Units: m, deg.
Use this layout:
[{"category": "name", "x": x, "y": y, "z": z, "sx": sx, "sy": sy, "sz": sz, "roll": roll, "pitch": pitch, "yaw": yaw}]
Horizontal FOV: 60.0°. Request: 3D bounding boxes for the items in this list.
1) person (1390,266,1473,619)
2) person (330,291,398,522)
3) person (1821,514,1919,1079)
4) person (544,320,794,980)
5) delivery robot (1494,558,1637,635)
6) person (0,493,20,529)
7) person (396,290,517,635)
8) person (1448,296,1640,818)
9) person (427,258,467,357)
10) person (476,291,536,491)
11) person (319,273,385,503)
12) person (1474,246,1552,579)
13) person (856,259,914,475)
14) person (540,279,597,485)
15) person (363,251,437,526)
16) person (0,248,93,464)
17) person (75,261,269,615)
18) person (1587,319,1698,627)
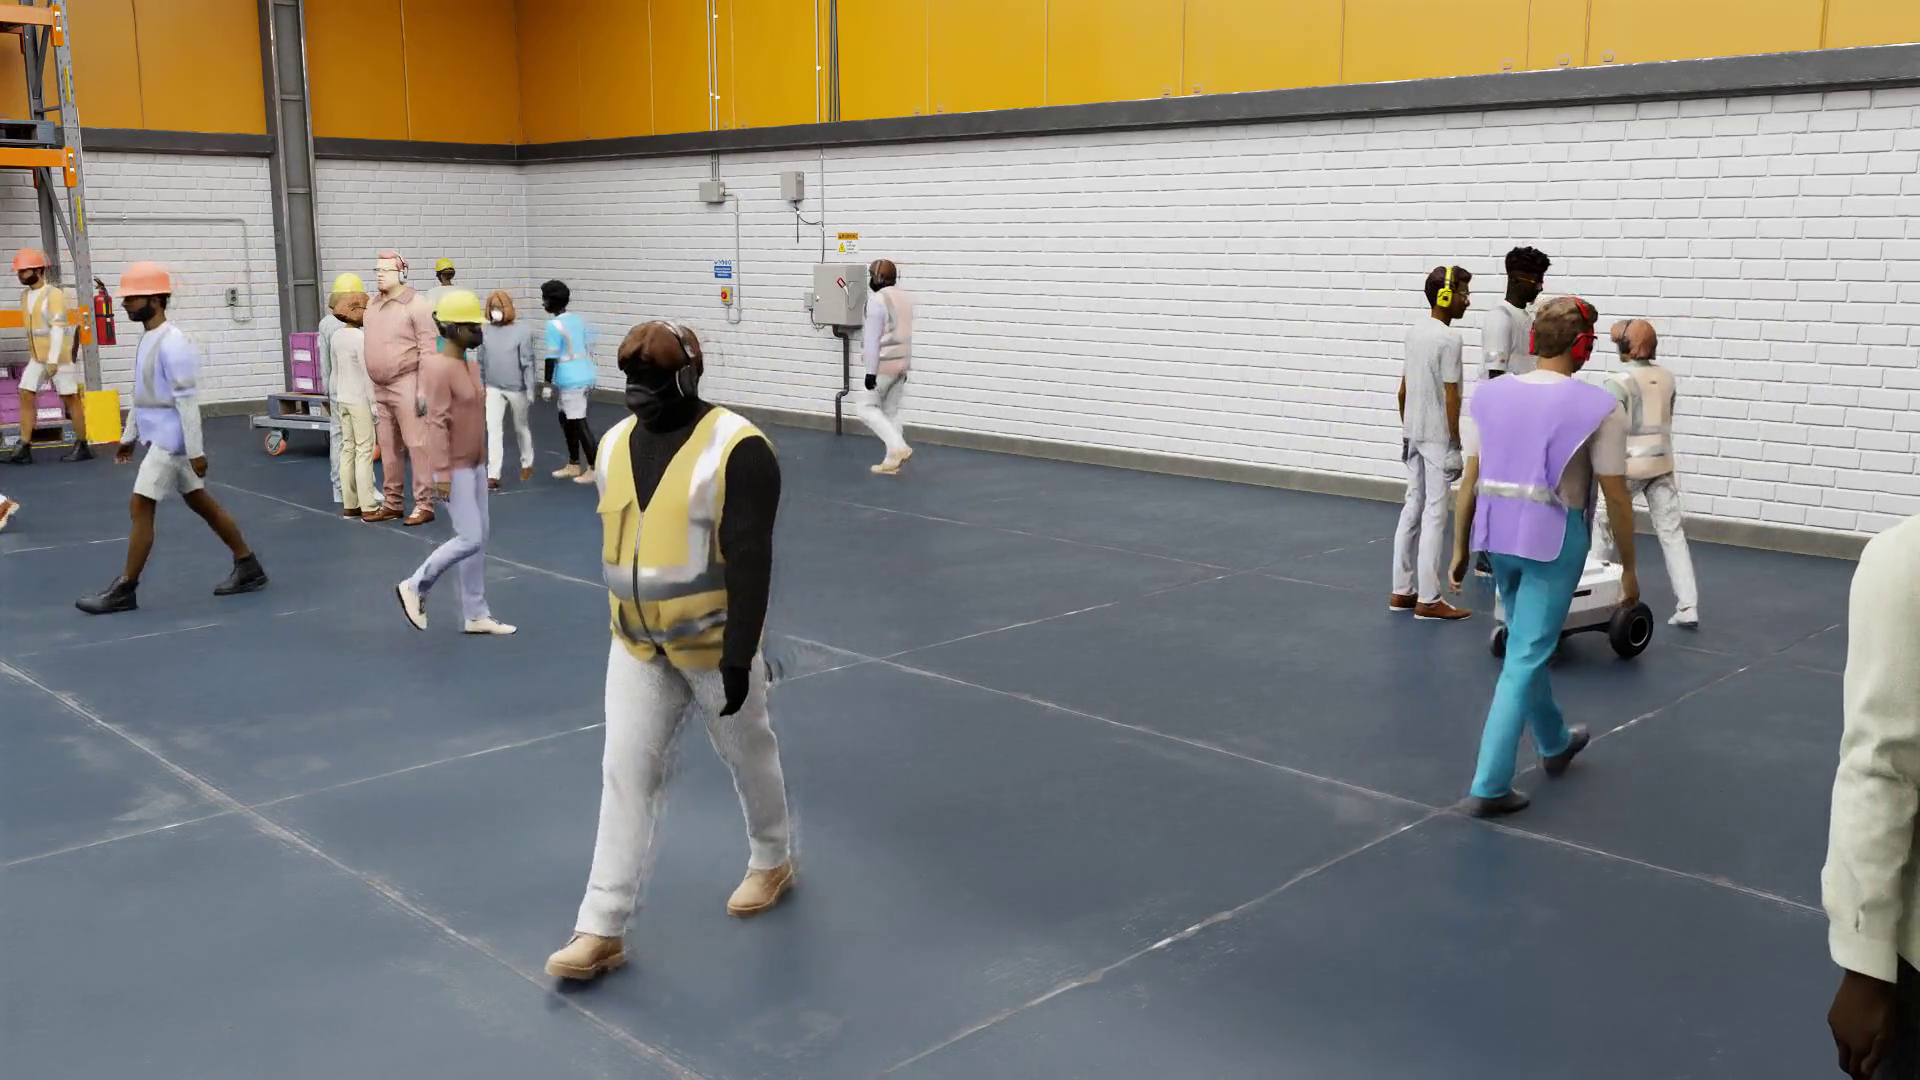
[{"category": "person", "x": 2.514, "y": -0.513, "z": 8.829, "sx": 0.325, "sy": 1.863, "sz": 0.516, "roll": -3, "pitch": 11, "yaw": -15}, {"category": "person", "x": -4.265, "y": -0.947, "z": 11.817, "sx": 0.498, "sy": 1.633, "sz": 0.278, "roll": 9, "pitch": 14, "yaw": 41}, {"category": "person", "x": 1.556, "y": 0.593, "z": 2.429, "sx": 0.620, "sy": 1.997, "sz": 0.372, "roll": -2, "pitch": 11, "yaw": -9}, {"category": "person", "x": -0.778, "y": 0.283, "z": 4.692, "sx": 0.635, "sy": 1.792, "sz": 0.959, "roll": 5, "pitch": 12, "yaw": 26}, {"category": "delivery robot", "x": 2.915, "y": 0.246, "z": 8.004, "sx": 0.707, "sy": 0.478, "sz": 0.477, "roll": -6, "pitch": 12, "yaw": -31}, {"category": "person", "x": -6.715, "y": -0.876, "z": 10.885, "sx": 0.584, "sy": 1.850, "sz": 0.926, "roll": 8, "pitch": 13, "yaw": 36}, {"category": "person", "x": -2.533, "y": -0.366, "z": 8.308, "sx": 0.476, "sy": 1.751, "sz": 0.546, "roll": 1, "pitch": 10, "yaw": 6}, {"category": "person", "x": 2.125, "y": 0.049, "z": 5.904, "sx": 0.926, "sy": 1.798, "sz": 0.599, "roll": -8, "pitch": 13, "yaw": -36}, {"category": "person", "x": -5.842, "y": -2.332, "z": 19.010, "sx": 0.310, "sy": 1.769, "sz": 0.522, "roll": 9, "pitch": 14, "yaw": 39}, {"category": "person", "x": -3.651, "y": -1.212, "z": 13.414, "sx": 0.513, "sy": 1.583, "sz": 0.903, "roll": 0, "pitch": 10, "yaw": 2}, {"category": "person", "x": -4.596, "y": -1.145, "z": 12.603, "sx": 0.492, "sy": 1.740, "sz": 0.324, "roll": 4, "pitch": 11, "yaw": 21}, {"category": "person", "x": 3.262, "y": -0.751, "z": 9.862, "sx": 0.368, "sy": 1.959, "sz": 0.602, "roll": 6, "pitch": 12, "yaw": 30}, {"category": "person", "x": -0.613, "y": -1.439, "z": 13.977, "sx": 0.450, "sy": 1.826, "sz": 0.647, "roll": 5, "pitch": 12, "yaw": 25}, {"category": "person", "x": -3.177, "y": -1.263, "z": 13.431, "sx": 0.567, "sy": 1.668, "sz": 0.552, "roll": 1, "pitch": 10, "yaw": 8}, {"category": "person", "x": -3.957, "y": -1.057, "z": 11.665, "sx": 0.641, "sy": 1.913, "sz": 0.408, "roll": 5, "pitch": 12, "yaw": 26}, {"category": "person", "x": -8.114, "y": -1.593, "z": 14.626, "sx": 0.568, "sy": 1.901, "sz": 0.886, "roll": 5, "pitch": 11, "yaw": 23}, {"category": "person", "x": -4.326, "y": -0.569, "z": 9.098, "sx": 1.009, "sy": 1.891, "sz": 0.549, "roll": -7, "pitch": 12, "yaw": -33}, {"category": "person", "x": 3.563, "y": -0.350, "z": 8.691, "sx": 0.534, "sy": 1.599, "sz": 0.808, "roll": -5, "pitch": 12, "yaw": -27}]
